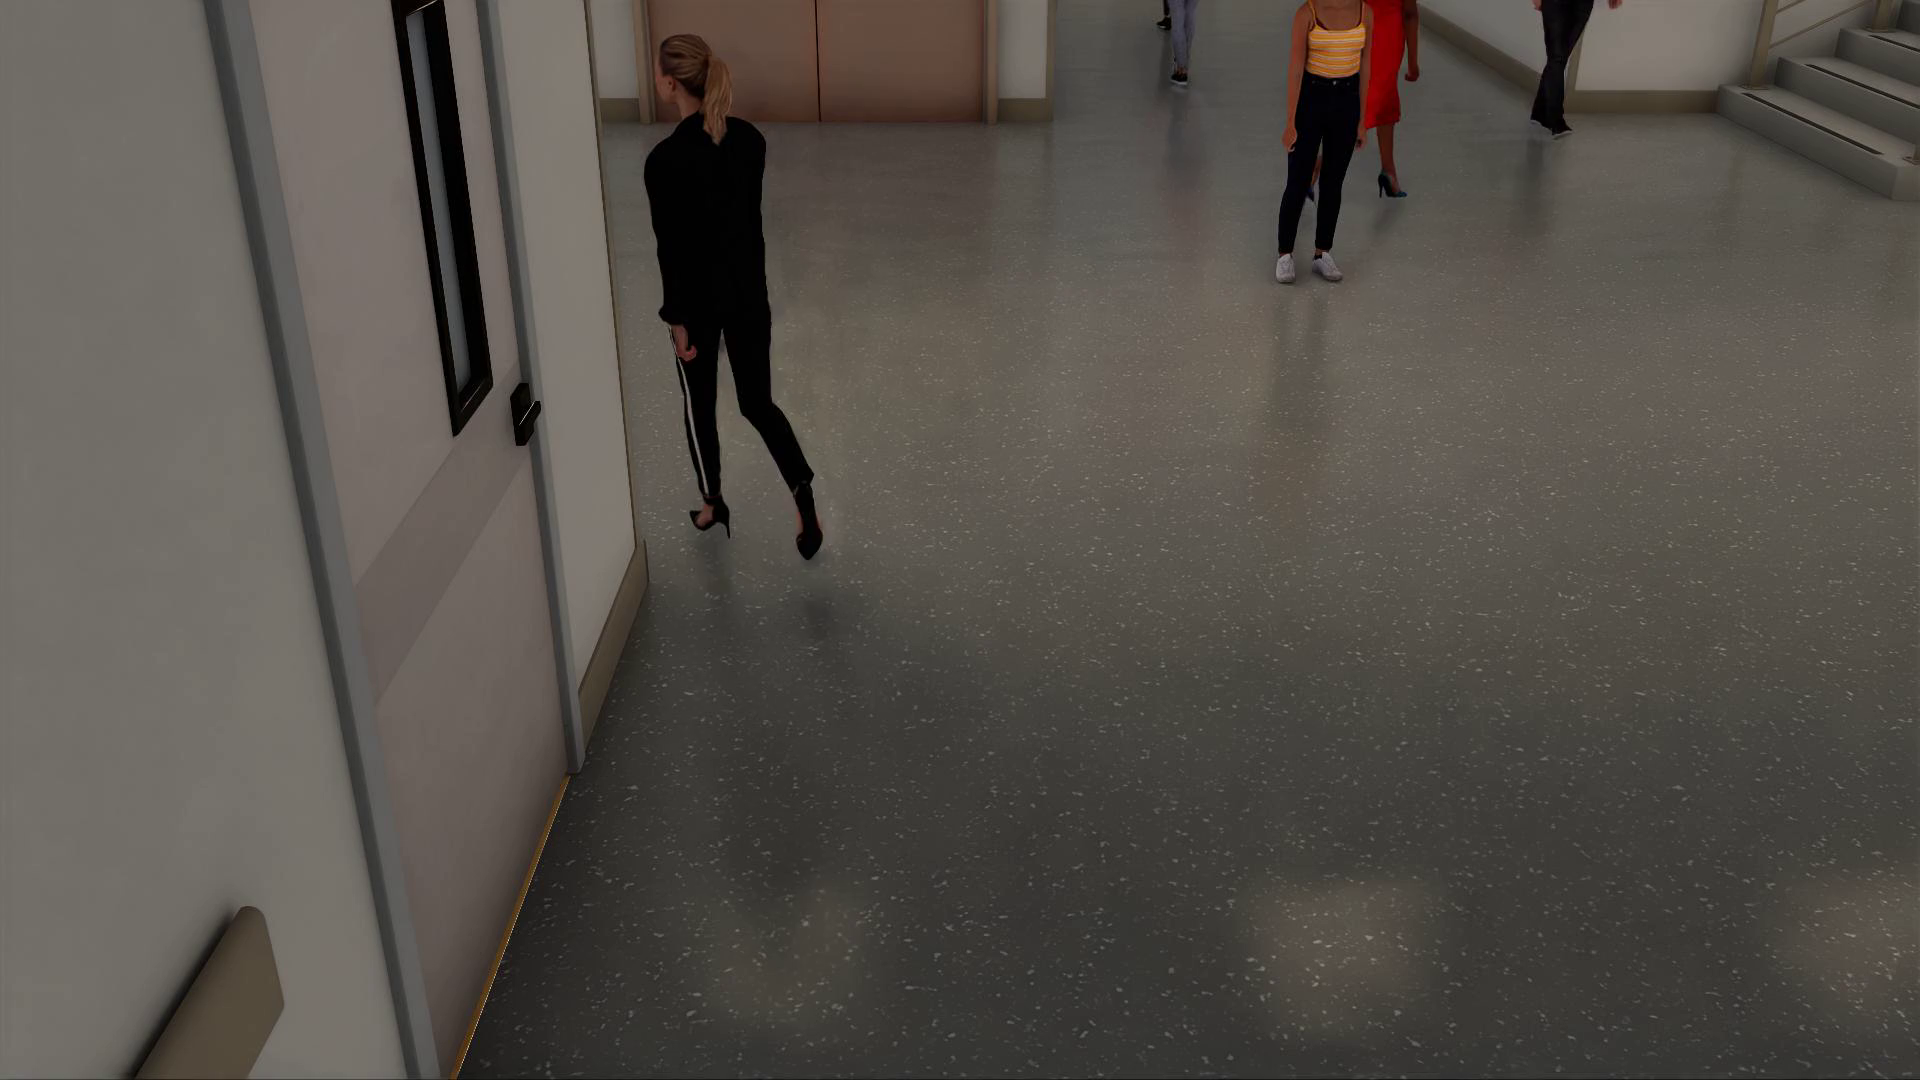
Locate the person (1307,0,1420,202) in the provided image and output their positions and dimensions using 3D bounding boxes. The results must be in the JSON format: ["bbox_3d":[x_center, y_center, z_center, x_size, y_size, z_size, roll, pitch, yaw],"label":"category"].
[{"bbox_3d":[2.290,-2.702,9.351,1.165,1.712,0.892,-11,28,-22],"label":"person"}]

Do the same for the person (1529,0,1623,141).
[{"bbox_3d":[4.070,-3.701,11.182,1.056,1.922,0.763,-3,26,-5],"label":"person"}]

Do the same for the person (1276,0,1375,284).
[{"bbox_3d":[1.792,-2.087,8.173,0.475,1.626,0.658,-3,26,-7],"label":"person"}]

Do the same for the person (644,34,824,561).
[{"bbox_3d":[-0.700,-0.687,5.209,1.028,1.679,1.050,-19,32,-35],"label":"person"}]

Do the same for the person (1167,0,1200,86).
[{"bbox_3d":[1.755,-4.387,12.859,0.912,1.699,0.717,-5,26,-11],"label":"person"}]
